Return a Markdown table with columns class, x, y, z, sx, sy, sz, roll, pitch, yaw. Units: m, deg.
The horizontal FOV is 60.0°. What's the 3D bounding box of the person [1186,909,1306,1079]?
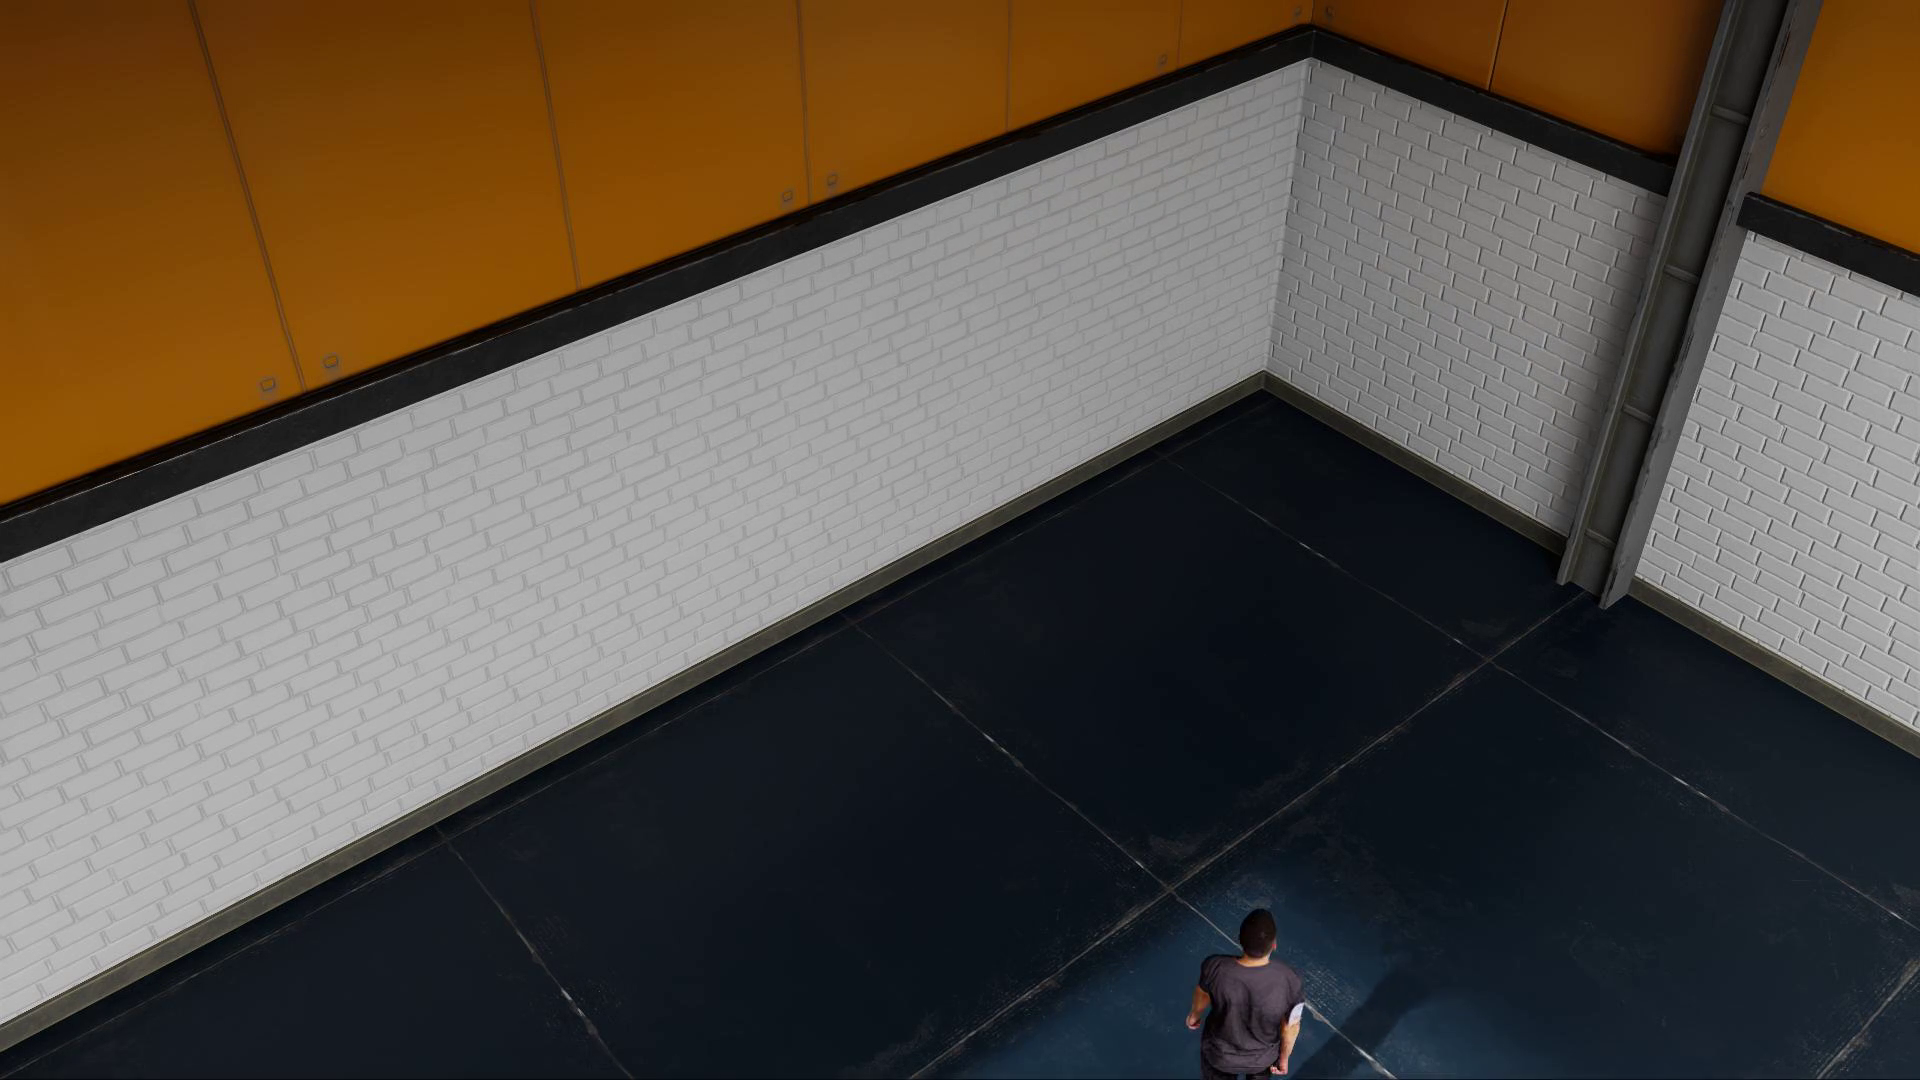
| class | x | y | z | sx | sy | sz | roll | pitch | yaw |
| --- | --- | --- | --- | --- | --- | --- | --- | --- | --- |
| person | 1.270 | 2.379 | 7.616 | 0.750 | 1.753 | 0.821 | 6 | 39 | 7 |
